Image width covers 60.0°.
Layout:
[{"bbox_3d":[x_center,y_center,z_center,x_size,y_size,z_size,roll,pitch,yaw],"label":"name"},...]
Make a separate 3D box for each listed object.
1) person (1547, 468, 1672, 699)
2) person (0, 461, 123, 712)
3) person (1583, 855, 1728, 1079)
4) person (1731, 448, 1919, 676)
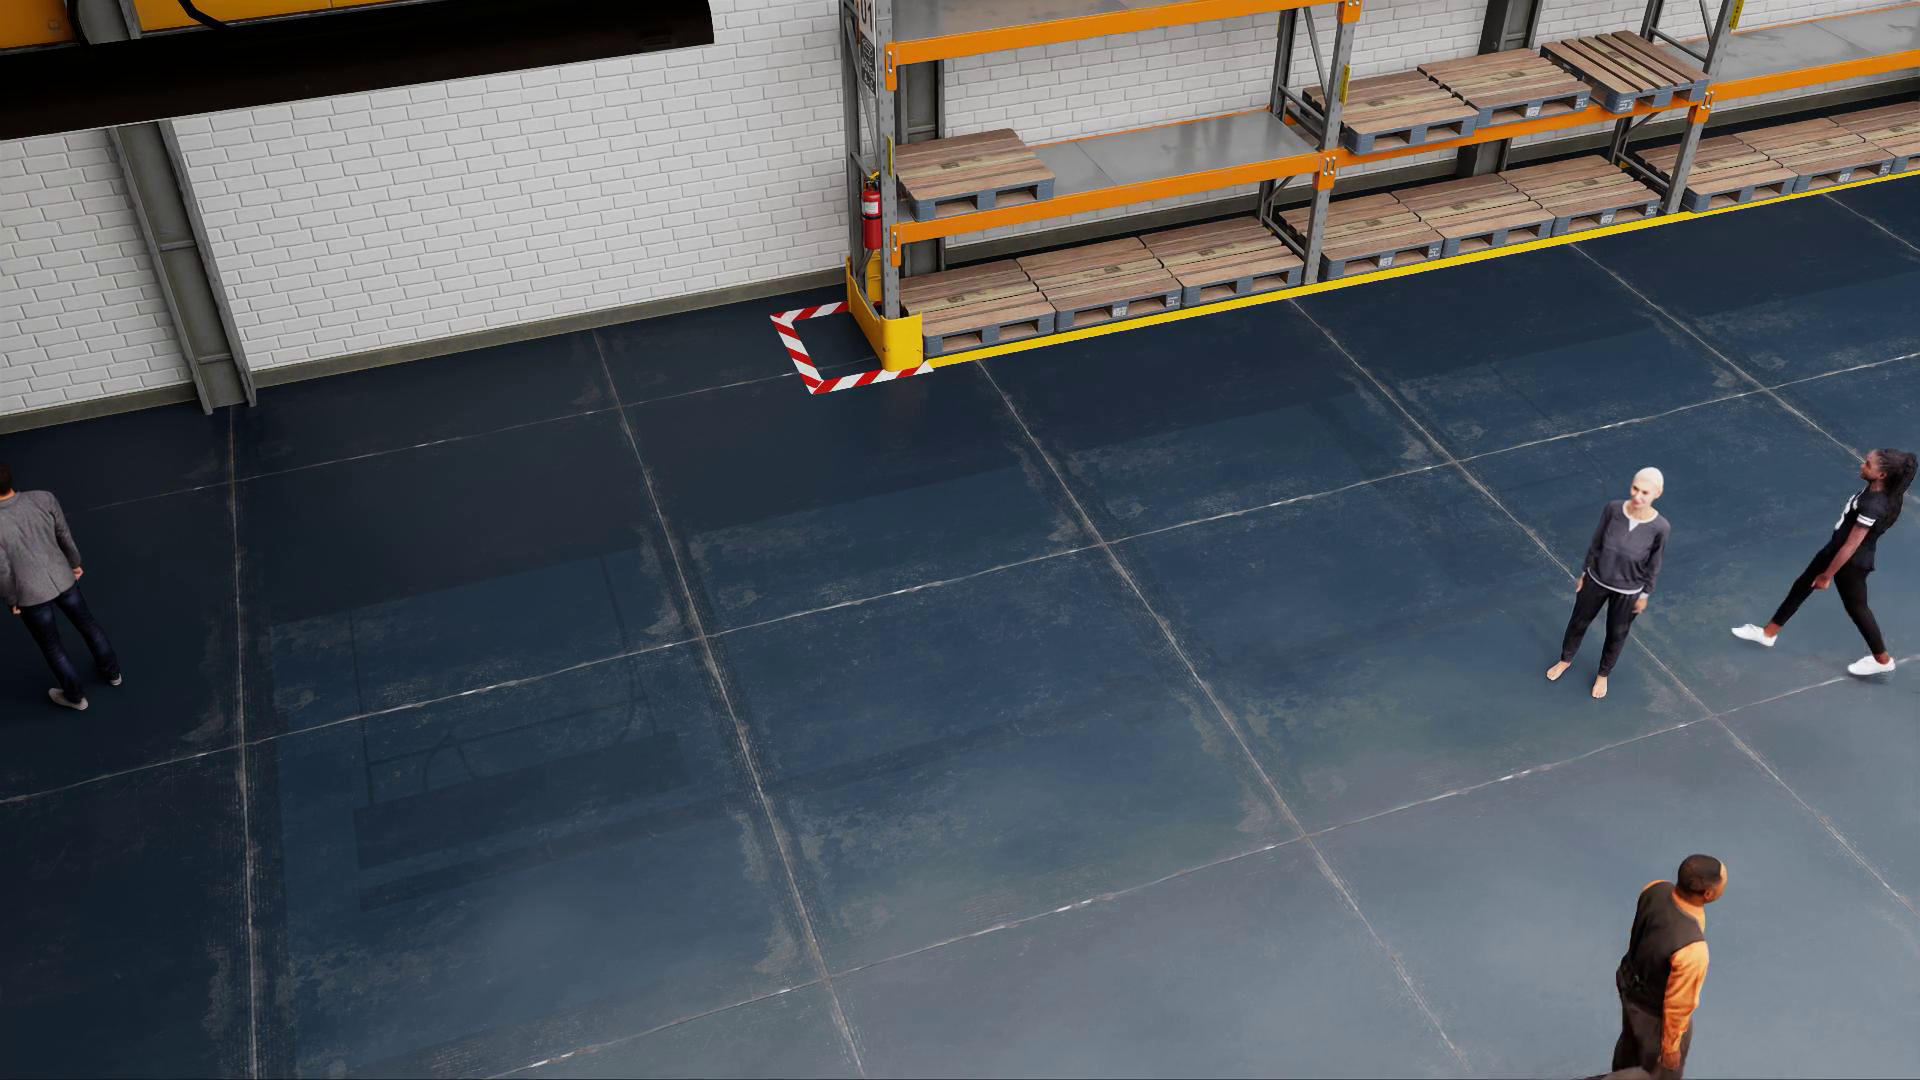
[{"bbox_3d":[4.166,0.243,10.556,0.686,1.726,0.703,24,45,27],"label":"person"},{"bbox_3d":[-5.740,0.268,10.406,0.841,1.873,0.750,22,43,25],"label":"person"},{"bbox_3d":[3.245,2.214,7.950,1.070,1.897,0.931,0,39,0],"label":"person"},{"bbox_3d":[5.782,0.179,10.666,1.238,1.688,1.178,17,41,20],"label":"person"}]
